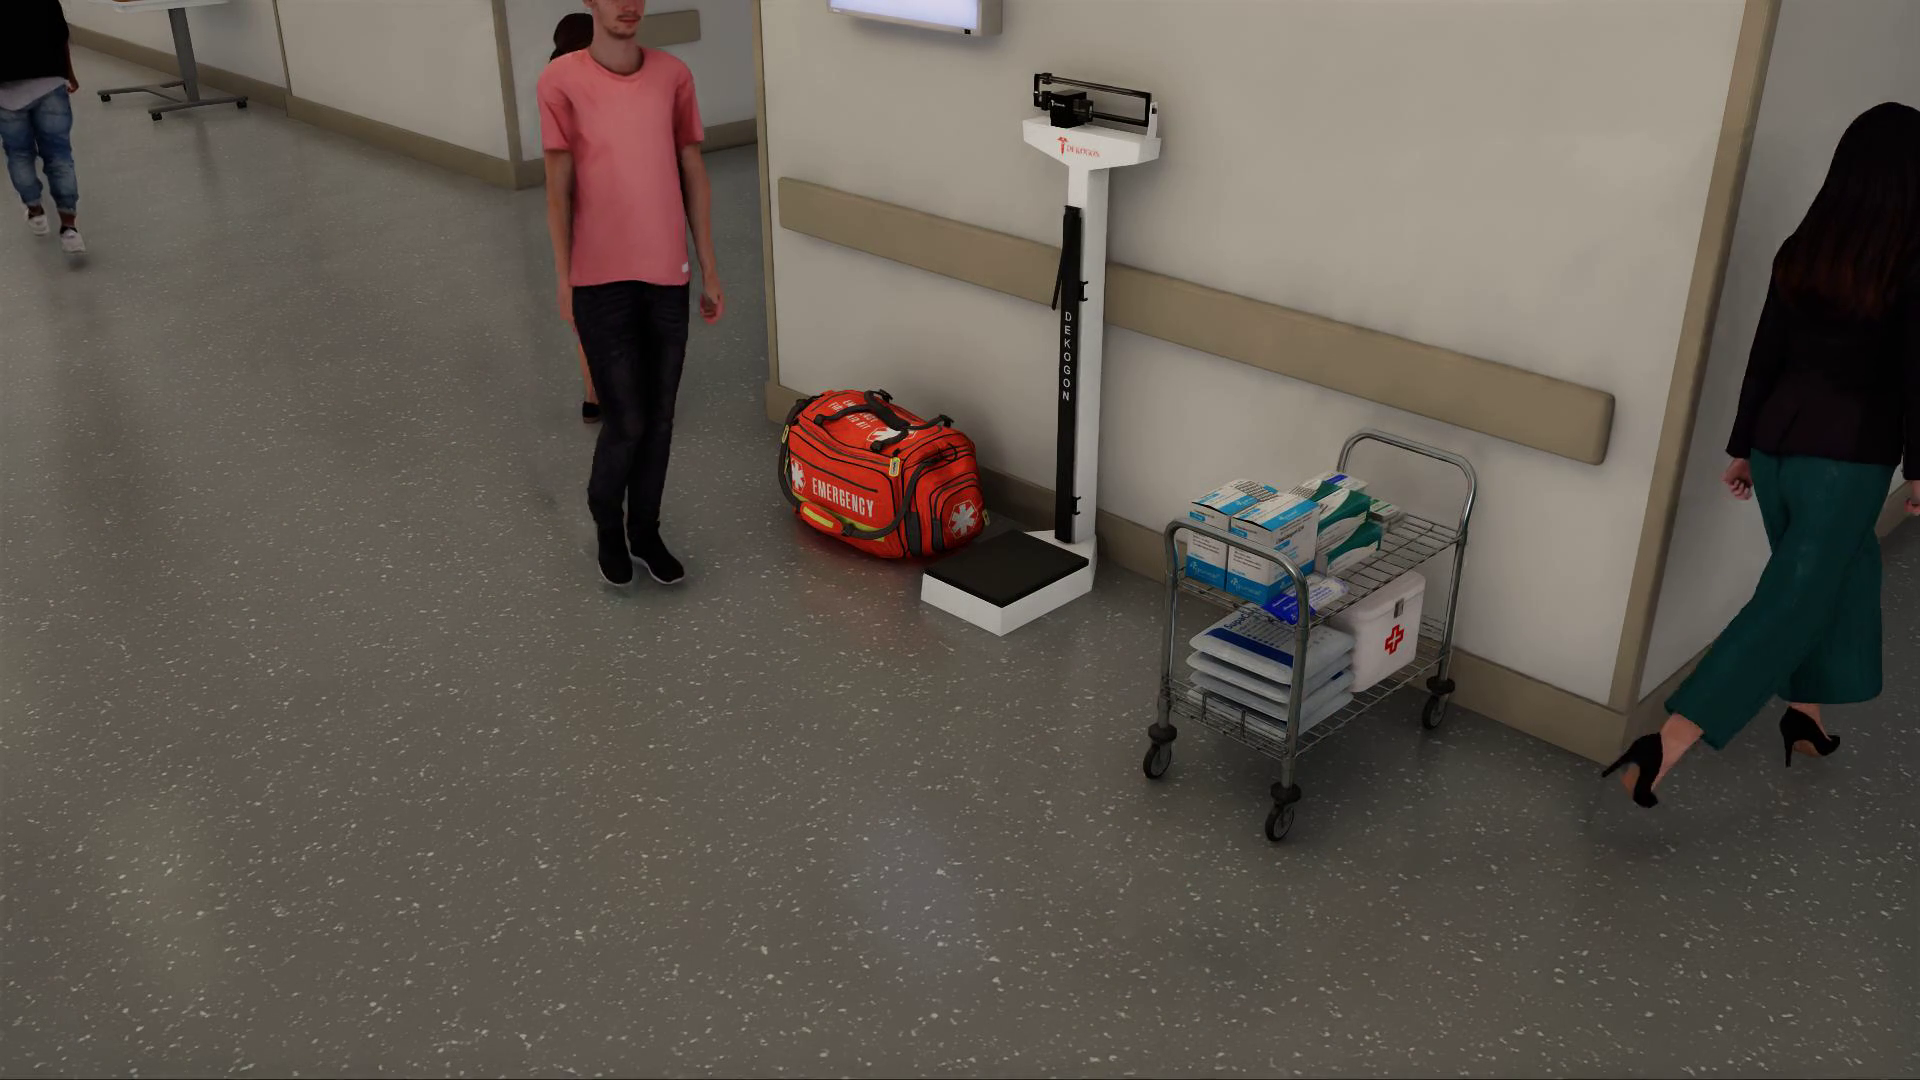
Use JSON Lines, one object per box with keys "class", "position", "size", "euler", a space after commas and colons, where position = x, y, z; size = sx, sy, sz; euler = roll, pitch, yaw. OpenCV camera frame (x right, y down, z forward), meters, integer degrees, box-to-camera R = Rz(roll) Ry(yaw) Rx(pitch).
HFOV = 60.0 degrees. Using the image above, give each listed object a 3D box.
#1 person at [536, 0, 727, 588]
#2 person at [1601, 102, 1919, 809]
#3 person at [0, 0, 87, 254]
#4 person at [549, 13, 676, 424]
{"class": "person", "position": [-1.030, -0.807, 5.051], "size": [0.653, 1.945, 0.648], "euler": [-17, 30, -31]}
{"class": "person", "position": [1.931, -0.093, 3.856], "size": [0.903, 1.697, 1.021], "euler": [-10, 27, -19]}
{"class": "person", "position": [-4.680, -2.290, 8.331], "size": [0.926, 1.768, 1.249], "euler": [-13, 29, -25]}
{"class": "person", "position": [-1.362, -1.184, 6.279], "size": [0.524, 1.558, 0.635], "euler": [18, 31, 33]}
